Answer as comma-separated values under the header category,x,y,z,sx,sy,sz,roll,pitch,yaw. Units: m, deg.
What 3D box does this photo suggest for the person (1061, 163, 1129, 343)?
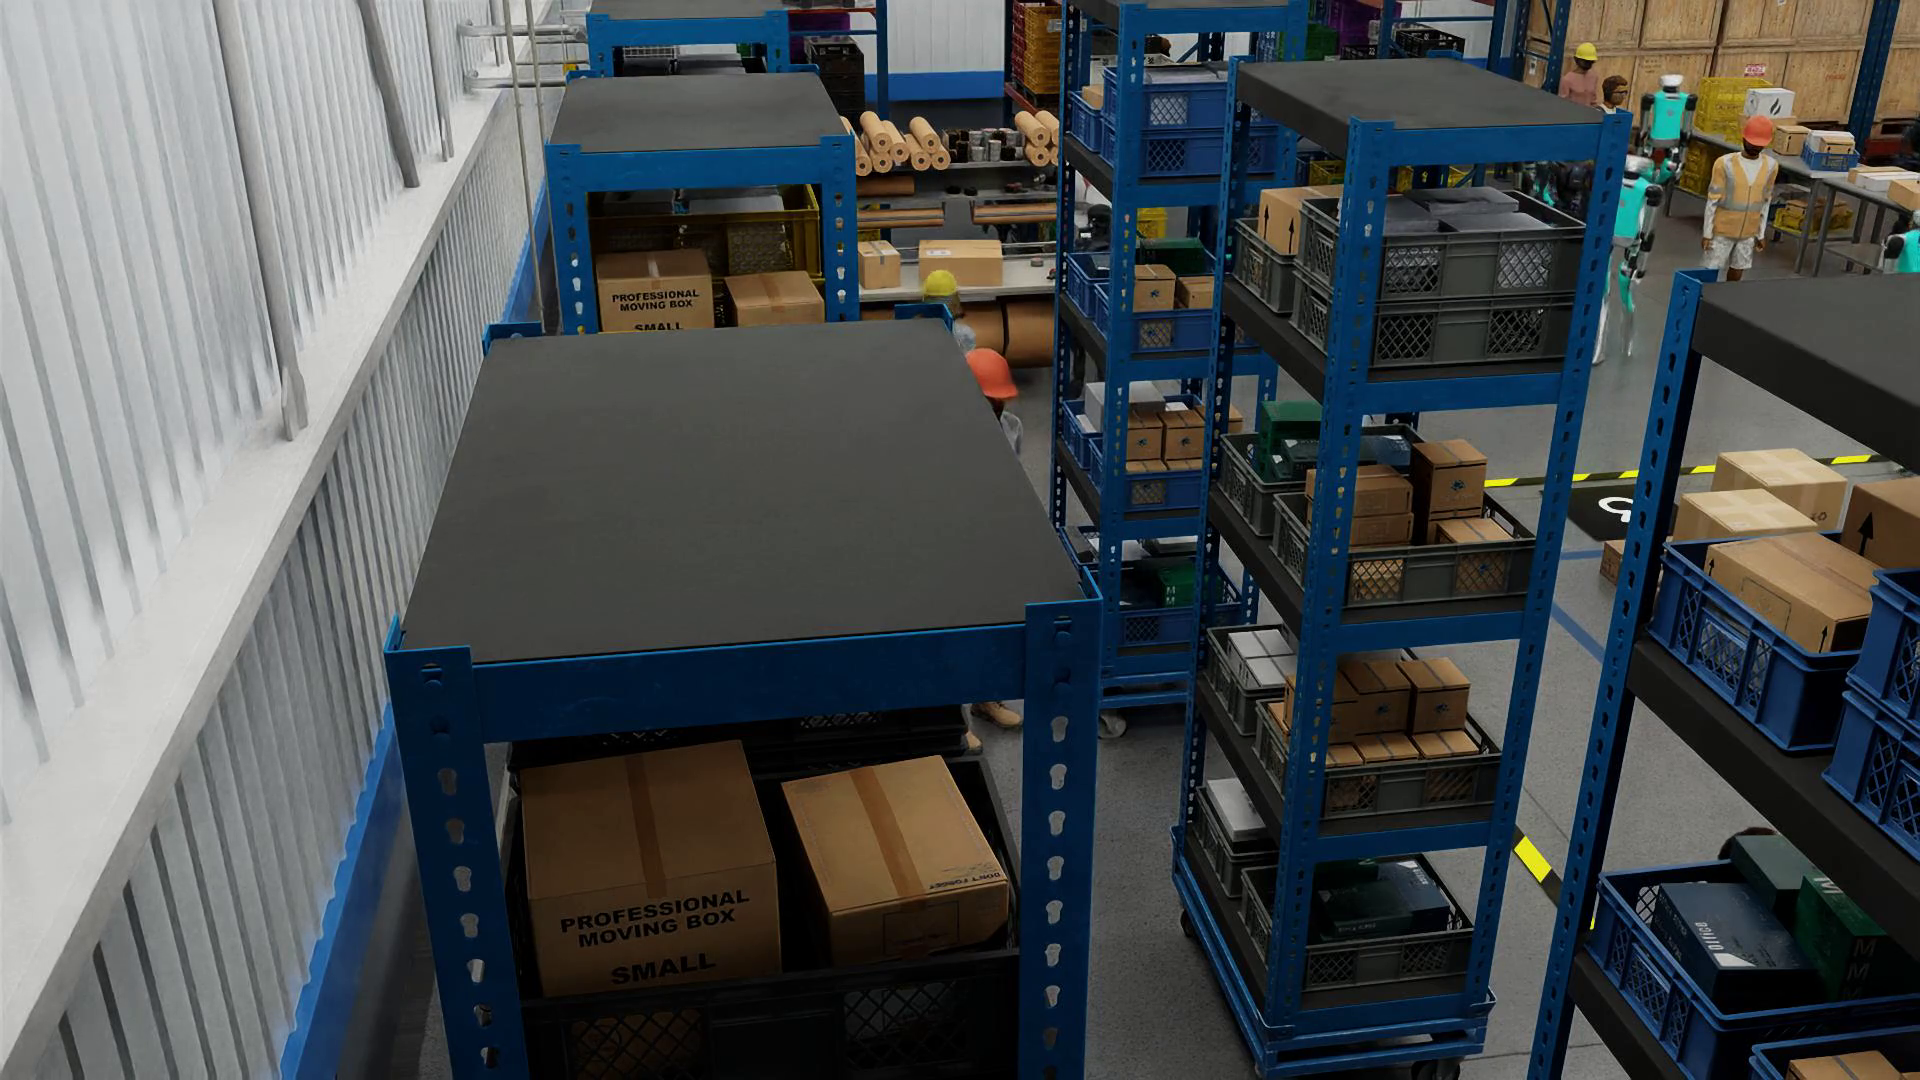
category,x,y,z,sx,sy,sz,roll,pitch,yaw
person,1.107,-2.493,13.745,0.592,1.917,0.374,16,29,30

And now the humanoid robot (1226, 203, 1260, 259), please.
category,x,y,z,sx,sy,sz,roll,pitch,yaw
humanoid robot,2.184,-2.541,14.098,0.823,1.790,0.569,-18,30,-33

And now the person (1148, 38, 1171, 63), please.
category,x,y,z,sx,sy,sz,roll,pitch,yaw
person,2.171,-4.679,18.607,0.430,1.833,0.621,9,26,18

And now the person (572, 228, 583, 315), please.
category,x,y,z,sx,sy,sz,roll,pitch,yaw
person,-2.365,-1.236,11.108,0.561,1.837,0.396,6,25,12

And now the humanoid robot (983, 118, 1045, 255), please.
category,x,y,z,sx,sy,sz,roll,pitch,yaw
humanoid robot,0.497,-3.088,15.360,0.608,1.633,0.668,-4,25,-10

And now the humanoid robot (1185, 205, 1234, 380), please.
category,x,y,z,sx,sy,sz,roll,pitch,yaw
humanoid robot,2.052,-2.131,13.298,0.601,1.628,0.763,19,31,36

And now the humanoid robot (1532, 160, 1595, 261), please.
category,x,y,z,sx,sy,sz,roll,pitch,yaw
humanoid robot,5.307,-2.761,14.629,0.598,1.633,0.676,-4,25,-9

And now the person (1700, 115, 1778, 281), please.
category,x,y,z,sx,sy,sz,roll,pitch,yaw
person,6.499,-2.585,13.934,0.542,1.927,0.370,0,25,-1

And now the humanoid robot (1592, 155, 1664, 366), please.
category,x,y,z,sx,sy,sz,roll,pitch,yaw
humanoid robot,5.386,-2.214,13.489,0.553,1.891,0.763,20,31,36

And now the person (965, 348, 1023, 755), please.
category,x,y,z,sx,sy,sz,roll,pitch,yaw
person,0.099,0.051,8.067,0.368,2.045,0.605,22,33,39

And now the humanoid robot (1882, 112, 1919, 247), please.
category,x,y,z,sx,sy,sz,roll,pitch,yaw
humanoid robot,9.495,-3.609,16.470,0.601,1.642,0.534,-10,26,-20

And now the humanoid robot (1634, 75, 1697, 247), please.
category,x,y,z,sx,sy,sz,roll,pitch,yaw
humanoid robot,7.085,-3.864,16.979,0.559,1.797,0.783,4,25,8

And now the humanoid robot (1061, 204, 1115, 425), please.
category,x,y,z,sx,sy,sz,roll,pitch,yaw
humanoid robot,0.934,-1.625,12.160,0.430,1.641,0.588,-18,30,-35

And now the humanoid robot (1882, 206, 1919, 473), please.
category,x,y,z,sx,sy,sz,roll,pitch,yaw
humanoid robot,6.644,-1.300,11.481,0.548,1.876,0.820,1,25,3

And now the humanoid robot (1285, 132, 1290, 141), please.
category,x,y,z,sx,sy,sz,roll,pitch,yaw
humanoid robot,3.288,-4.446,18.268,0.903,1.826,0.557,-3,25,-7

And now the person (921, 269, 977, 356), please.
category,x,y,z,sx,sy,sz,roll,pitch,yaw
person,-0.089,-0.874,10.474,0.495,1.698,0.869,8,26,17

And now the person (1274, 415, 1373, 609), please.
category,x,y,z,sx,sy,sz,roll,pitch,yaw
person,1.784,0.182,8.007,0.589,1.852,0.365,0,25,0

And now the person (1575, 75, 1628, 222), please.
category,x,y,z,sx,sy,sz,roll,pitch,yaw
person,6.244,-3.615,16.287,0.342,1.838,0.502,20,31,36

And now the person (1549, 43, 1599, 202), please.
category,x,y,z,sx,sy,sz,roll,pitch,yaw
person,6.917,-4.685,18.699,0.521,1.762,0.335,-10,27,-21

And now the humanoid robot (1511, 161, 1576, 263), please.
category,x,y,z,sx,sy,sz,roll,pitch,yaw
humanoid robot,5.571,-3.257,15.750,0.561,1.890,0.801,-18,30,-34

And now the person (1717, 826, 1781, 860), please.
category,x,y,z,sx,sy,sz,roll,pitch,yaw
person,2.158,1.636,4.835,0.330,1.865,0.505,19,31,36
